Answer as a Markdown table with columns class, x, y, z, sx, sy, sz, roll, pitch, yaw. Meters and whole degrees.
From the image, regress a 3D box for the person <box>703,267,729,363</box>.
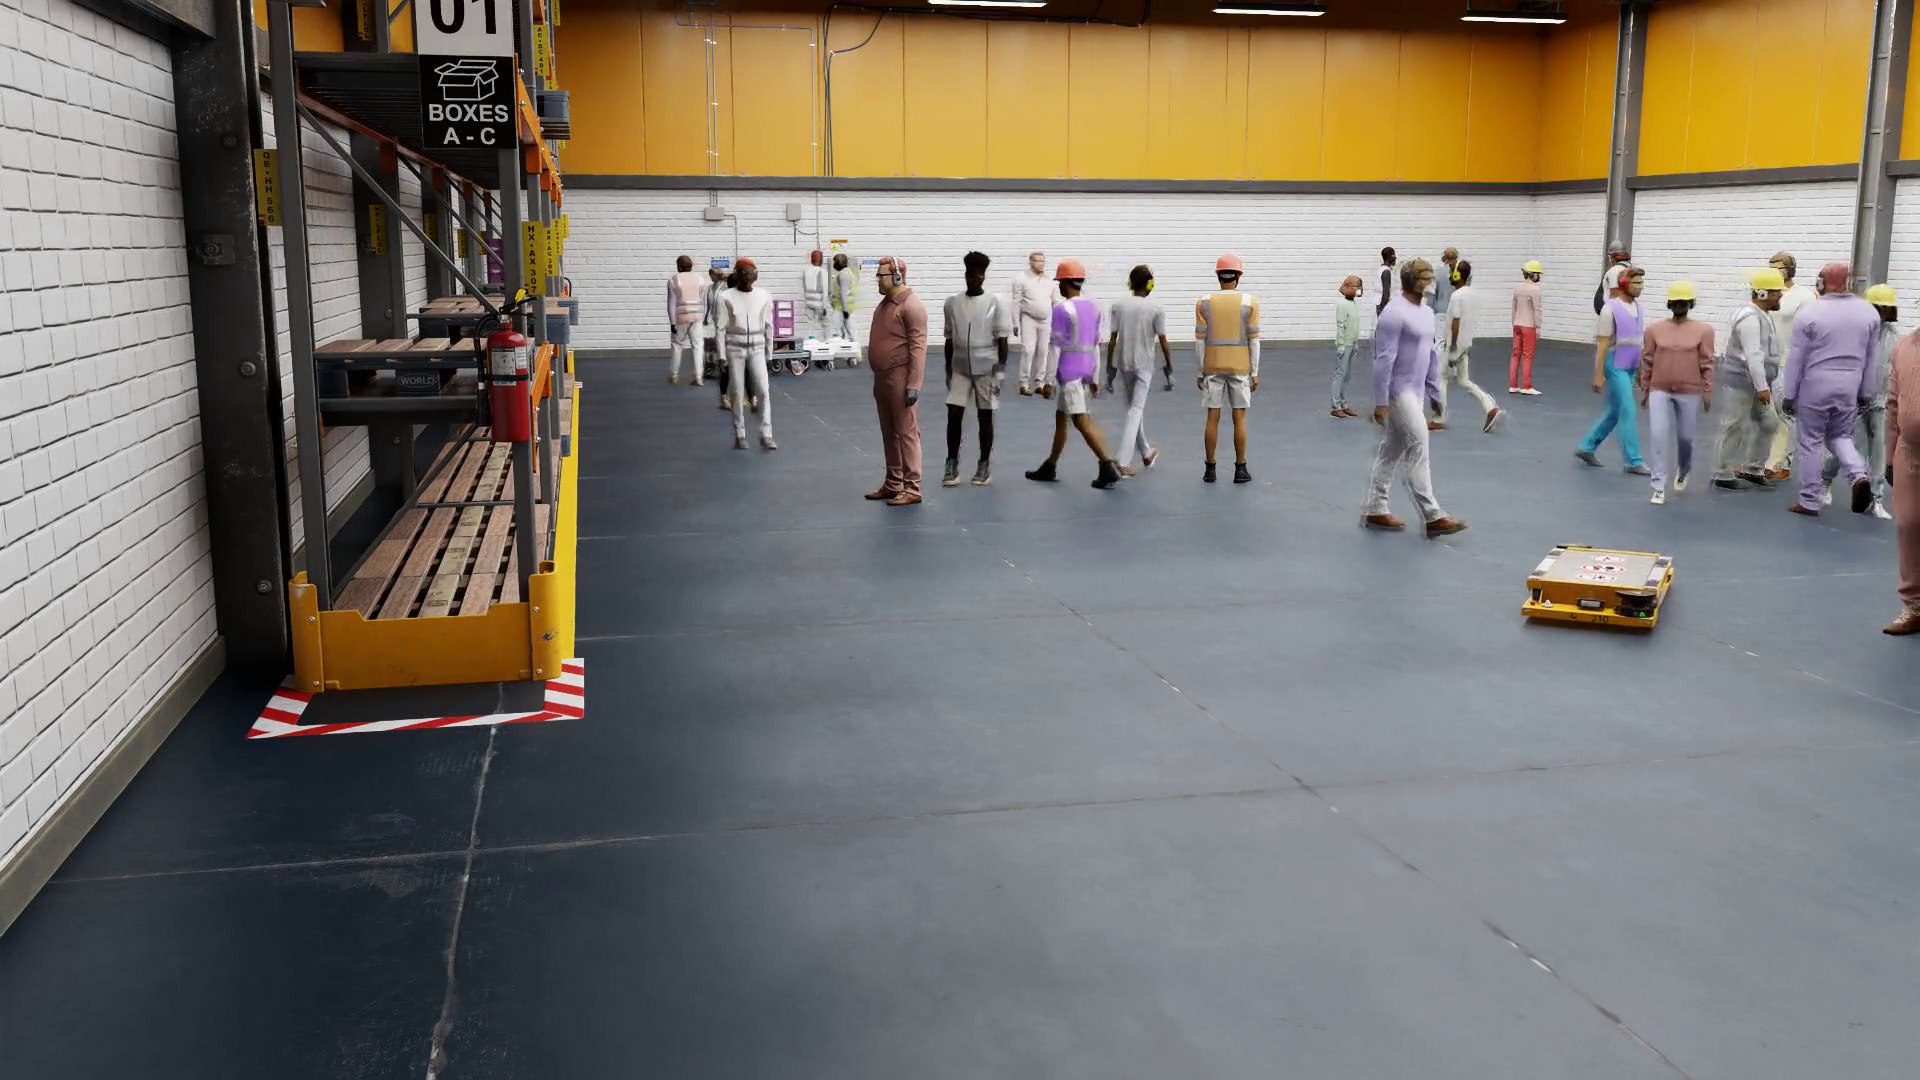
| class | x | y | z | sx | sy | sz | roll | pitch | yaw |
| --- | --- | --- | --- | --- | --- | --- | --- | --- | --- |
| person | -3.876 | -3.515 | 26.394 | 0.523 | 1.601 | 0.799 | 10 | 14 | 43 |

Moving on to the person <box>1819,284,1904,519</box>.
| class | x | y | z | sx | sy | sz | roll | pitch | yaw |
| --- | --- | --- | --- | --- | --- | --- | --- | --- | --- |
| person | 6.746 | -1.046 | 12.403 | 0.500 | 1.723 | 0.680 | 1 | 10 | 4 |

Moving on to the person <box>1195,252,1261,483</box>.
| class | x | y | z | sx | sy | sz | roll | pitch | yaw |
| --- | --- | --- | --- | --- | --- | --- | --- | --- | --- |
| person | 2.246 | -1.439 | 13.978 | 0.543 | 1.933 | 0.363 | 3 | 11 | 16 |

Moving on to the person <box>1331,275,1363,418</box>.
| class | x | y | z | sx | sy | sz | roll | pitch | yaw |
| --- | --- | --- | --- | --- | --- | --- | --- | --- | --- |
| person | 4.469 | -2.223 | 19.154 | 0.273 | 1.631 | 0.507 | 7 | 12 | 33 |

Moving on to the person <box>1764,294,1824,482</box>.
| class | x | y | z | sx | sy | sz | roll | pitch | yaw |
| --- | --- | --- | --- | --- | --- | --- | --- | --- | --- |
| person | 7.087 | -1.276 | 14.020 | 0.777 | 1.591 | 0.521 | -8 | 13 | -38 |

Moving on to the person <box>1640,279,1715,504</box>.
| class | x | y | z | sx | sy | sz | roll | pitch | yaw |
| --- | --- | --- | --- | --- | --- | --- | --- | --- | --- |
| person | 5.619 | -1.174 | 13.045 | 0.527 | 1.744 | 0.746 | 5 | 11 | 26 |

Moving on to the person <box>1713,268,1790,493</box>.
| class | x | y | z | sx | sy | sz | roll | pitch | yaw |
| --- | --- | --- | --- | --- | --- | --- | --- | --- | --- |
| person | 6.419 | -1.269 | 13.365 | 0.586 | 1.810 | 0.590 | 8 | 13 | 38 |

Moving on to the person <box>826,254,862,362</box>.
| class | x | y | z | sx | sy | sz | roll | pitch | yaw |
| --- | --- | --- | --- | --- | --- | --- | --- | --- | --- |
| person | -2.065 | -3.881 | 27.852 | 0.877 | 1.797 | 0.653 | 1 | 10 | 6 |

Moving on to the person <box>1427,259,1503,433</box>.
| class | x | y | z | sx | sy | sz | roll | pitch | yaw |
| --- | --- | --- | --- | --- | --- | --- | --- | --- | --- |
| person | 5.343 | -2.050 | 17.639 | 0.856 | 1.841 | 0.522 | 9 | 13 | 40 |

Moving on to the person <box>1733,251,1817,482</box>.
| class | x | y | z | sx | sy | sz | roll | pitch | yaw |
| --- | --- | --- | --- | --- | --- | --- | --- | --- | --- |
| person | 6.908 | -1.464 | 14.103 | 0.369 | 1.939 | 0.631 | -6 | 12 | -31 |

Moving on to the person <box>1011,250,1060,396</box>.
| class | x | y | z | sx | sy | sz | roll | pitch | yaw |
| --- | --- | --- | --- | --- | --- | --- | --- | --- | --- |
| person | 1.017 | -2.856 | 21.922 | 0.668 | 1.899 | 0.457 | -5 | 11 | -25 |

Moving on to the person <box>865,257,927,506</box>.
| class | x | y | z | sx | sy | sz | roll | pitch | yaw |
| --- | --- | --- | --- | --- | --- | --- | --- | --- | --- |
| person | -0.514 | -1.222 | 12.848 | 0.403 | 1.906 | 0.651 | -6 | 12 | -29 |

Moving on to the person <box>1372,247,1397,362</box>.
| class | x | y | z | sx | sy | sz | roll | pitch | yaw |
| --- | --- | --- | --- | --- | --- | --- | --- | --- | --- |
| person | 7.031 | -3.881 | 27.544 | 0.392 | 1.922 | 0.591 | 1 | 10 | 6 |

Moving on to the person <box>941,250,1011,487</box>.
| class | x | y | z | sx | sy | sz | roll | pitch | yaw |
| --- | --- | --- | --- | --- | --- | --- | --- | --- | --- |
| person | 0.120 | -1.402 | 13.720 | 0.621 | 1.939 | 0.610 | 4 | 11 | 19 |

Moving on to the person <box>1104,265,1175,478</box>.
| class | x | y | z | sx | sy | sz | roll | pitch | yaw |
| --- | --- | --- | --- | --- | --- | --- | --- | --- | --- |
| person | 1.592 | -1.473 | 14.479 | 0.558 | 1.813 | 0.984 | 6 | 12 | 31 |

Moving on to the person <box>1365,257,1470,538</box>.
| class | x | y | z | sx | sy | sz | roll | pitch | yaw |
| --- | --- | --- | --- | --- | --- | --- | --- | --- | --- |
| person | 3.202 | -0.968 | 11.428 | 0.900 | 1.906 | 0.655 | 8 | 13 | 36 |

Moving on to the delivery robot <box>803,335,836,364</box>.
| class | x | y | z | sx | sy | sz | roll | pitch | yaw |
| --- | --- | --- | --- | --- | --- | --- | --- | --- | --- |
| delivery robot | -2.300 | -2.940 | 25.852 | 0.707 | 0.478 | 0.477 | -5 | 11 | -26 |

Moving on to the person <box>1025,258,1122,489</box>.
| class | x | y | z | sx | sy | sz | roll | pitch | yaw |
| --- | --- | --- | --- | --- | --- | --- | --- | --- | --- |
| person | 0.963 | -1.375 | 13.756 | 0.989 | 1.900 | 0.562 | 8 | 13 | 37 |

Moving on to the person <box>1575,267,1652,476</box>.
| class | x | y | z | sx | sy | sz | roll | pitch | yaw |
| --- | --- | --- | --- | --- | --- | --- | --- | --- | --- |
| person | 5.820 | -1.498 | 14.649 | 0.583 | 1.814 | 0.862 | -9 | 13 | -40 |

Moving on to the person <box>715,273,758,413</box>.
| class | x | y | z | sx | sy | sz | roll | pitch | yaw |
| --- | --- | --- | --- | --- | --- | --- | --- | --- | --- |
| person | -2.648 | -2.341 | 19.743 | 0.544 | 1.646 | 0.897 | -6 | 12 | -32 |

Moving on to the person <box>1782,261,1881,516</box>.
| class | x | y | z | sx | sy | sz | roll | pitch | yaw |
| --- | --- | --- | --- | --- | --- | --- | --- | --- | --- |
| person | 6.380 | -1.084 | 12.151 | 0.654 | 1.887 | 0.588 | -1 | 10 | -5 |

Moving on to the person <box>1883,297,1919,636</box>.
| class | x | y | z | sx | sy | sz | roll | pitch | yaw |
| --- | --- | --- | --- | --- | --- | --- | --- | --- | --- |
| person | 5.073 | -0.439 | 8.567 | 0.527 | 1.882 | 0.660 | -6 | 12 | -28 |

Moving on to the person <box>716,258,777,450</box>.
| class | x | y | z | sx | sy | sz | roll | pitch | yaw |
| --- | --- | --- | --- | --- | --- | --- | --- | --- | --- |
| person | -2.048 | -1.771 | 16.019 | 0.595 | 1.853 | 0.807 | -3 | 11 | -19 |

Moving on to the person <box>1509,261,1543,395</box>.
| class | x | y | z | sx | sy | sz | roll | pitch | yaw |
| --- | --- | --- | --- | --- | --- | --- | --- | --- | --- |
| person | 7.505 | -2.801 | 22.001 | 0.329 | 1.764 | 0.524 | -3 | 11 | -19 |

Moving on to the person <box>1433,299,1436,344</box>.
| class | x | y | z | sx | sy | sz | roll | pitch | yaw |
| --- | --- | --- | --- | --- | --- | --- | --- | --- | --- |
| person | 7.814 | -3.615 | 26.838 | 0.914 | 1.646 | 0.536 | -3 | 11 | -14 |

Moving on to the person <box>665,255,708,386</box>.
| class | x | y | z | sx | sy | sz | roll | pitch | yaw |
| --- | --- | --- | --- | --- | --- | --- | --- | --- | --- |
| person | -3.884 | -3.100 | 23.510 | 0.620 | 1.808 | 0.909 | -5 | 12 | -28 |

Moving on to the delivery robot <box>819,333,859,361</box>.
| class | x | y | z | sx | sy | sz | roll | pitch | yaw |
| --- | --- | --- | --- | --- | --- | --- | --- | --- | --- |
| delivery robot | -1.968 | -3.046 | 26.440 | 0.707 | 0.478 | 0.477 | -3 | 11 | -17 |

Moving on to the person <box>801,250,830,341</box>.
| class | x | y | z | sx | sy | sz | roll | pitch | yaw |
| --- | --- | --- | --- | --- | --- | --- | --- | --- | --- |
| person | -2.391 | -4.016 | 28.467 | 0.585 | 1.853 | 0.827 | 6 | 12 | 32 |

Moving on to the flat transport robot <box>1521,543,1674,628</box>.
| class | x | y | z | sx | sy | sz | roll | pitch | yaw |
| --- | --- | --- | --- | --- | --- | --- | --- | --- | --- |
| flat transport robot | 3.592 | 0.236 | 9.304 | 0.652 | 0.197 | 1.431 | 5 | 11 | 26 |

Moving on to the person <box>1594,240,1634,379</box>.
| class | x | y | z | sx | sy | sz | roll | pitch | yaw |
| --- | --- | --- | --- | --- | --- | --- | --- | --- | --- |
| person | 9.510 | -3.343 | 24.226 | 0.536 | 2.000 | 0.688 | 9 | 13 | 40 |

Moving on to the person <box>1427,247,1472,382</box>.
| class | x | y | z | sx | sy | sz | roll | pitch | yaw |
| --- | --- | --- | --- | --- | --- | --- | --- | --- | --- |
| person | 7.027 | -3.243 | 23.955 | 0.627 | 1.941 | 0.373 | 2 | 10 | 10 |
